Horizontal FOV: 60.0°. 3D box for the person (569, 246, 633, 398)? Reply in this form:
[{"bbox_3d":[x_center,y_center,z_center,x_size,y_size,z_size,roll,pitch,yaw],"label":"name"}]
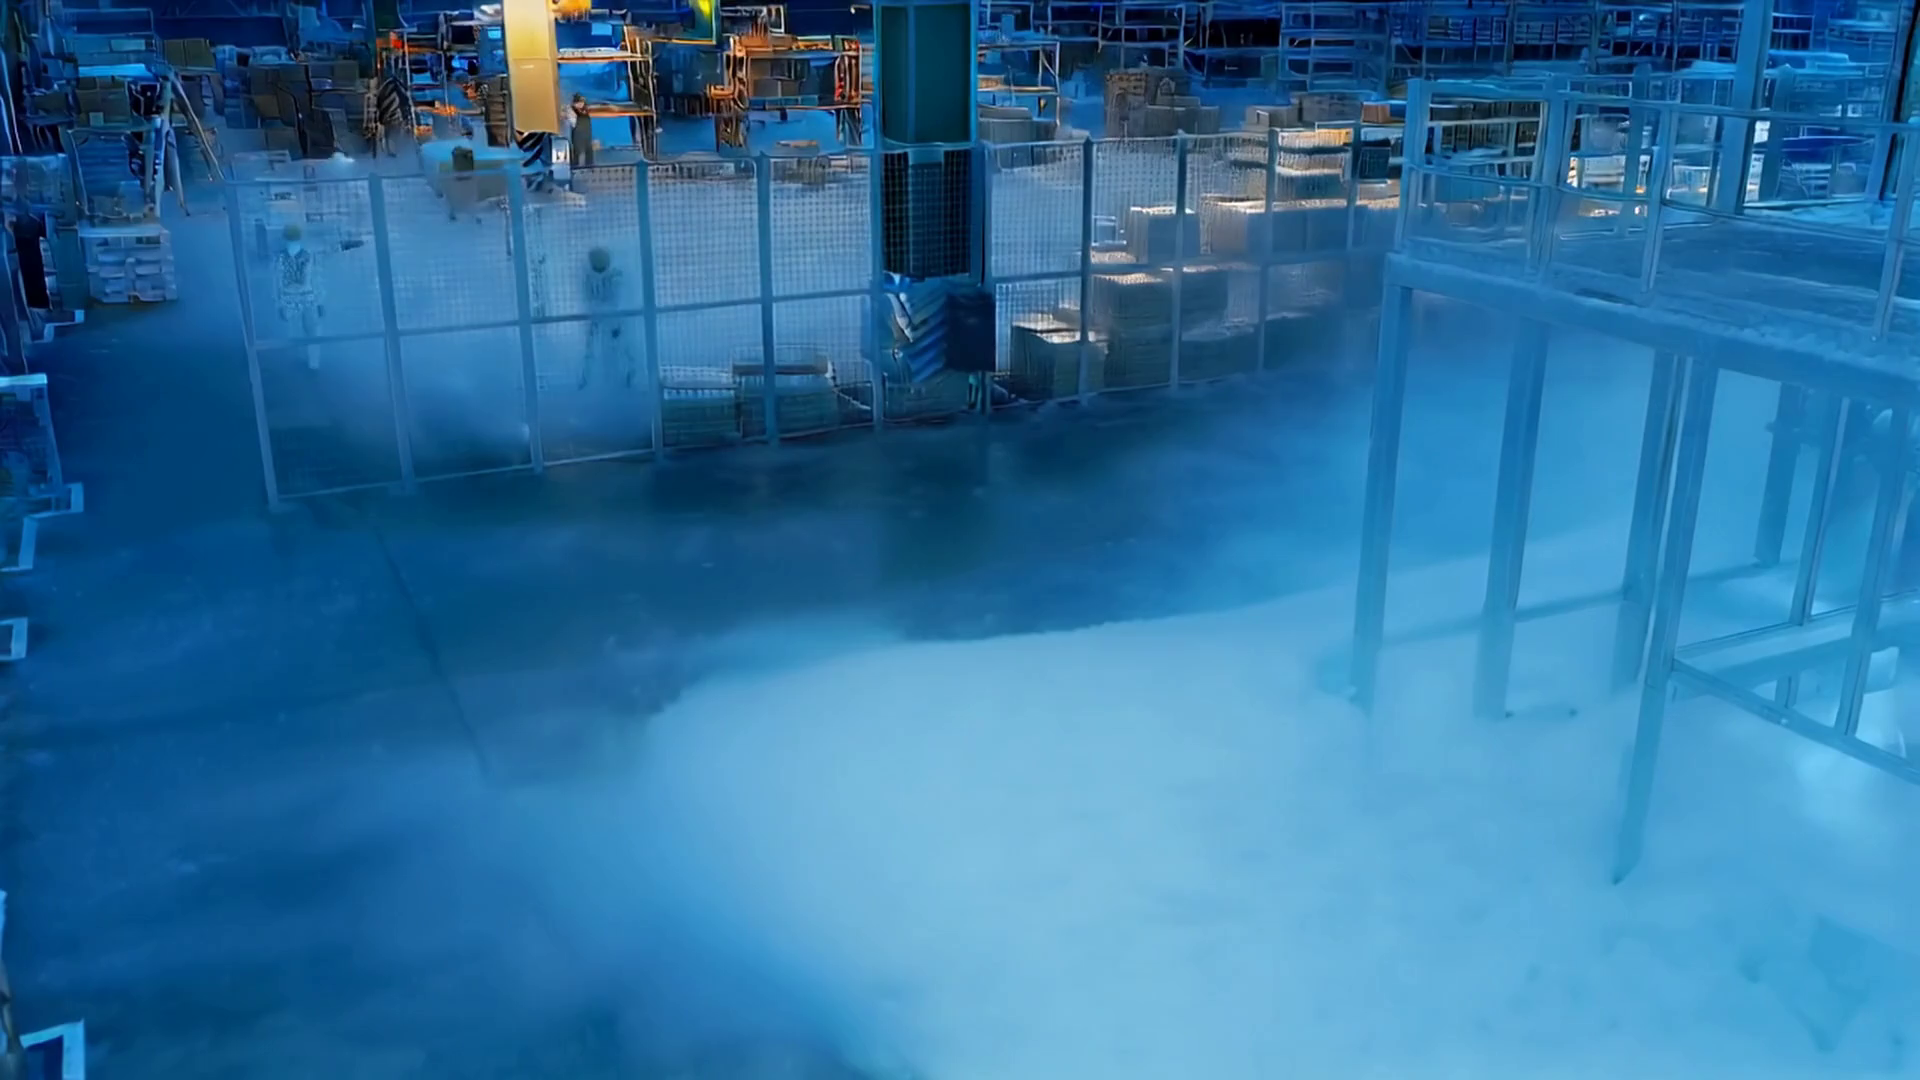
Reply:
[{"bbox_3d":[-4.270,-2.570,19.747,0.647,1.796,0.929,12,23,32],"label":"person"}]

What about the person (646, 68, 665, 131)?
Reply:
[{"bbox_3d":[-9.613,-13.802,52.144,0.453,1.933,0.654,-13,23,-33],"label":"person"}]

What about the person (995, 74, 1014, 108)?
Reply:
[{"bbox_3d":[1.325,-12.962,49.748,0.584,1.882,0.337,7,20,19],"label":"person"}]

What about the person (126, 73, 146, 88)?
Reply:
[{"bbox_3d":[-27.345,-14.875,55.270,0.620,1.891,0.502,-14,23,-35],"label":"person"}]

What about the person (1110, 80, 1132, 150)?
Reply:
[{"bbox_3d":[4.497,-11.930,46.703,0.584,1.914,0.511,-1,19,-4],"label":"person"}]

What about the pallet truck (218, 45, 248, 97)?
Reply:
[{"bbox_3d":[-28.879,-18.665,66.111,0.823,1.965,1.885,-3,19,-9],"label":"pallet truck"}]

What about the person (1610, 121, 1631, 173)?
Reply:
[{"bbox_3d":[14.644,-8.408,36.831,0.897,1.696,0.498,-3,19,-7],"label":"person"}]

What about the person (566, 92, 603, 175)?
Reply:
[{"bbox_3d":[-9.243,-9.988,40.890,0.957,2.000,0.709,17,25,41],"label":"person"}]

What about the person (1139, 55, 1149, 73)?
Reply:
[{"bbox_3d":[7.151,-17.870,64.290,0.539,1.680,0.583,-12,23,-32],"label":"person"}]

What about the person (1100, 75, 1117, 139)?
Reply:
[{"bbox_3d":[4.442,-12.939,49.735,0.513,1.854,0.321,14,23,34],"label":"person"}]

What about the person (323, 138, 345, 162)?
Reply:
[{"bbox_3d":[-12.033,-6.812,32.029,0.999,1.802,0.551,4,19,11],"label":"person"}]

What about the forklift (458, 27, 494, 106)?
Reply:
[{"bbox_3d":[-17.424,-17.343,60.945,1.873,2.768,1.129,-9,21,-25],"label":"forklift"}]

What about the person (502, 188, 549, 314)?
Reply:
[{"bbox_3d":[-6.425,-4.281,24.654,0.625,1.840,0.430,4,20,12],"label":"person"}]

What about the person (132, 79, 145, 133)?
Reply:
[{"bbox_3d":[-25.364,-13.401,51.410,0.519,1.633,0.313,4,20,13],"label":"person"}]

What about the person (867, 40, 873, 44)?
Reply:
[{"bbox_3d":[-3.971,-21.175,73.640,0.452,1.825,0.638,17,25,40],"label":"person"}]

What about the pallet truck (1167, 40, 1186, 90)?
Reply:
[{"bbox_3d":[9.045,-19.971,69.895,0.823,1.965,1.885,-3,19,-8],"label":"pallet truck"}]

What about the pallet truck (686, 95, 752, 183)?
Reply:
[{"bbox_3d":[-5.836,-9.608,39.856,0.823,1.965,1.885,10,22,27],"label":"pallet truck"}]

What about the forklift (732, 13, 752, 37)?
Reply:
[{"bbox_3d":[-10.301,-23.581,79.028,1.129,2.768,1.873,0,19,-1],"label":"forklift"}]

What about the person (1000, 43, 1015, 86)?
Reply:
[{"bbox_3d":[1.987,-19.573,68.835,0.627,1.936,0.370,4,19,10],"label":"person"}]

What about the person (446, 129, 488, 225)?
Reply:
[{"bbox_3d":[-9.890,-7.224,33.108,0.877,1.896,0.595,11,22,29],"label":"person"}]

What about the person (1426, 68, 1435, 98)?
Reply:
[{"bbox_3d":[16.089,-15.375,57.111,0.521,1.639,0.314,-17,25,-40],"label":"person"}]

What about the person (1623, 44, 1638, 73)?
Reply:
[{"bbox_3d":[28.611,-20.388,71.089,0.615,2.020,0.791,-1,19,-2],"label":"person"}]

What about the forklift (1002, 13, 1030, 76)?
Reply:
[{"bbox_3d":[2.289,-23.403,78.512,1.873,2.768,1.129,6,20,17],"label":"forklift"}]

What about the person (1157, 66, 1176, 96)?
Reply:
[{"bbox_3d":[6.481,-13.899,52.339,0.613,1.964,0.361,-1,19,-2],"label":"person"}]

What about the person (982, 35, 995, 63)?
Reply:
[{"bbox_3d":[1.290,-22.487,77.318,0.635,1.928,1.044,-17,25,-41],"label":"person"}]

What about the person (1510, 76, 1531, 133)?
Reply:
[{"bbox_3d":[17.338,-13.410,51.281,0.909,1.724,0.532,0,19,0],"label":"person"}]

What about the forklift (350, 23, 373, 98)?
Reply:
[{"bbox_3d":[-23.273,-18.693,64.859,1.129,2.768,1.873,14,23,35],"label":"forklift"}]

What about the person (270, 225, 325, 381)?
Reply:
[{"bbox_3d":[-8.212,-2.967,20.707,0.618,1.928,0.601,-3,19,-10],"label":"person"}]
